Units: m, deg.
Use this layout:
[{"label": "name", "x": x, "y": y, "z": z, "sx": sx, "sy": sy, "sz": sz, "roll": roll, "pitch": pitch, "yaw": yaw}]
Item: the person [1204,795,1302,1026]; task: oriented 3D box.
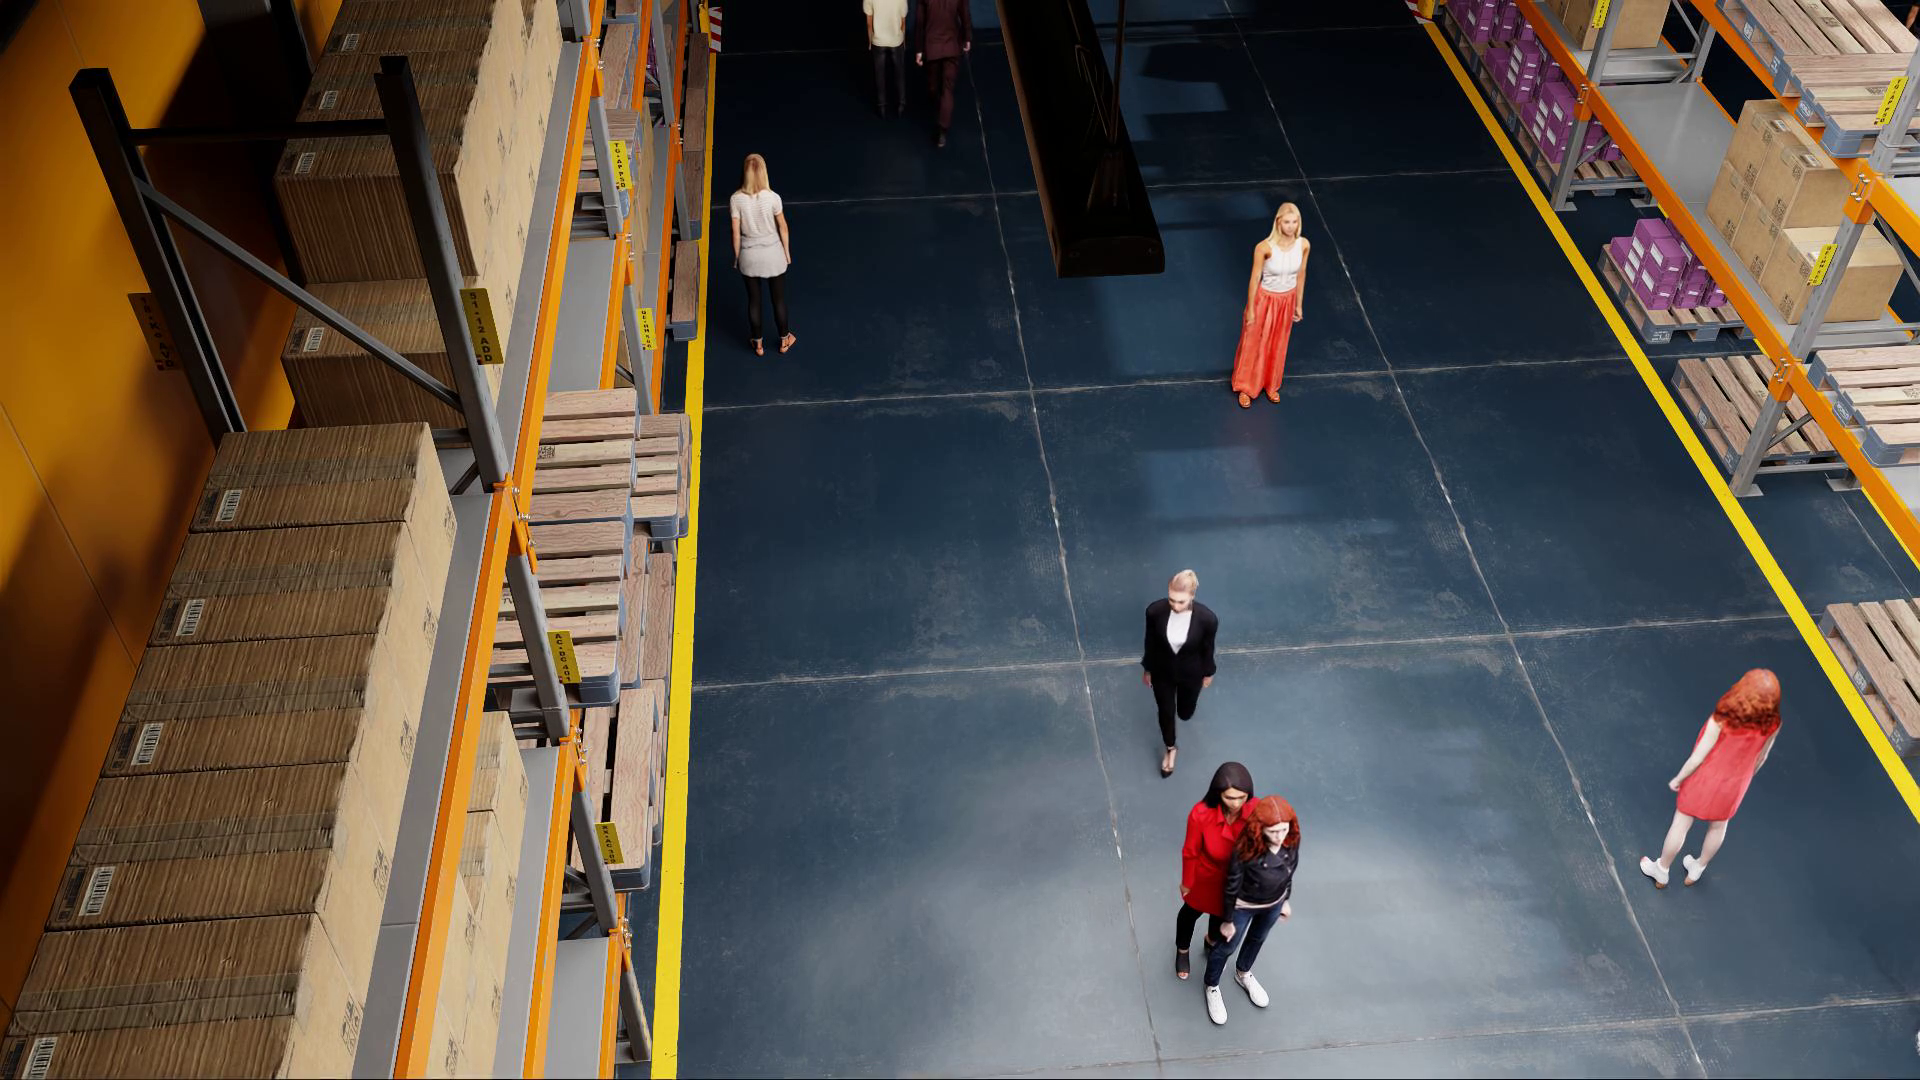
[{"label": "person", "x": 1.586, "y": 1.967, "z": 8.952, "sx": 0.636, "sy": 1.787, "sz": 0.609, "roll": -16, "pitch": 46, "yaw": -16}]

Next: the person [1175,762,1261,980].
[{"label": "person", "x": 1.409, "y": 1.822, "z": 9.132, "sx": 0.634, "sy": 1.748, "sz": 0.634, "roll": -8, "pitch": 44, "yaw": -8}]

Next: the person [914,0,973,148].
[{"label": "person", "x": -0.168, "y": -4.641, "z": 15.868, "sx": 0.779, "sy": 1.815, "sz": 1.196, "roll": 0, "pitch": 44, "yaw": 0}]

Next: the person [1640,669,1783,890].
[{"label": "person", "x": 4.334, "y": 1.387, "z": 9.531, "sx": 0.609, "sy": 1.828, "sz": 0.526, "roll": 0, "pitch": 44, "yaw": 0}]

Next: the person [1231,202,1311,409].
[{"label": "person", "x": 2.430, "y": -1.836, "z": 12.933, "sx": 0.656, "sy": 1.802, "sz": 0.620, "roll": -9, "pitch": 44, "yaw": -10}]

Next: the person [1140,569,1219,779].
[{"label": "person", "x": 1.351, "y": 0.760, "z": 10.293, "sx": 0.794, "sy": 1.684, "sz": 0.935, "roll": 9, "pitch": 44, "yaw": 9}]

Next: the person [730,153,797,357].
[{"label": "person", "x": -1.596, "y": -2.276, "z": 13.378, "sx": 0.608, "sy": 1.826, "sz": 0.506, "roll": -3, "pitch": 44, "yaw": -4}]

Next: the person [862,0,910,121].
[{"label": "person", "x": -0.713, "y": -4.875, "z": 16.277, "sx": 0.594, "sy": 1.589, "sz": 0.473, "roll": -2, "pitch": 44, "yaw": -2}]
